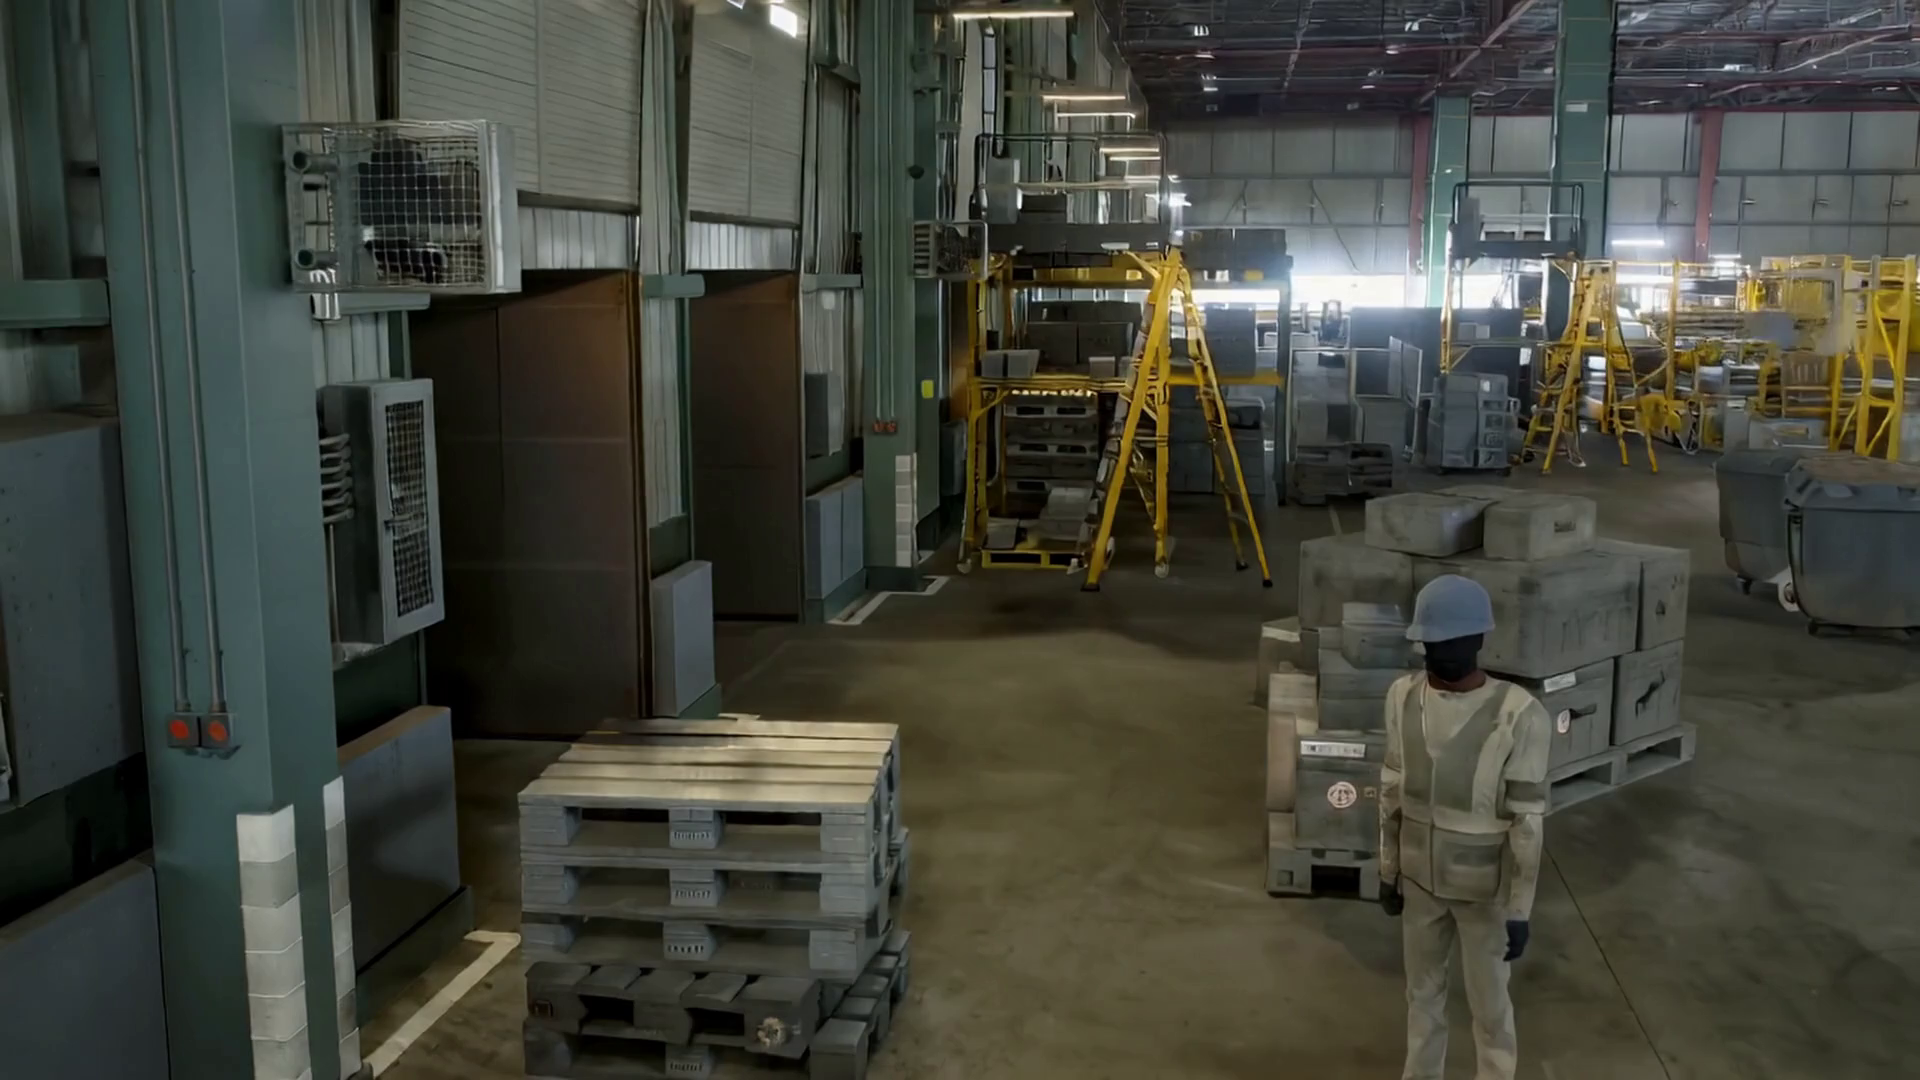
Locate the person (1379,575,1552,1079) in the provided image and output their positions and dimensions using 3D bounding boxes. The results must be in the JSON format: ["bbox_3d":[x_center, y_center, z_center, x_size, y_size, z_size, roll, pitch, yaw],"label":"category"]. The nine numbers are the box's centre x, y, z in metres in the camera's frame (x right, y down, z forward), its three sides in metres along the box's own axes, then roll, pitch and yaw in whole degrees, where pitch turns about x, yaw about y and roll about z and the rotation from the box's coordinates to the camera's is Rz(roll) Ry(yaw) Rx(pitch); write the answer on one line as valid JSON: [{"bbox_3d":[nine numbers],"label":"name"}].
[{"bbox_3d":[1.548,1.053,5.234,0.393,1.921,0.585,-7,12,-38],"label":"person"}]

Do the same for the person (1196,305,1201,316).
[{"bbox_3d":[6.289,-5.297,44.382,0.544,1.928,0.392,-9,13,-44],"label":"person"}]

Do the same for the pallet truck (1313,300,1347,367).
[{"bbox_3d":[11.159,-6.200,49.718,0.823,1.965,1.885,4,10,26],"label":"pallet truck"}]

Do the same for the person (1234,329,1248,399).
[{"bbox_3d":[5.899,-3.584,34.722,0.311,1.632,0.518,-6,11,-34],"label":"person"}]

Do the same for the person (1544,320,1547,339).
[{"bbox_3d":[15.982,-5.309,44.770,0.594,1.831,0.999,6,11,35],"label":"person"}]

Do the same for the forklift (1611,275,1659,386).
[{"bbox_3d":[16.302,-5.241,41.090,1.873,2.768,1.129,4,10,22],"label":"forklift"}]

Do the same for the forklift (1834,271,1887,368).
[{"bbox_3d":[25.532,-6.327,47.788,1.873,2.768,1.129,1,9,9],"label":"forklift"}]
